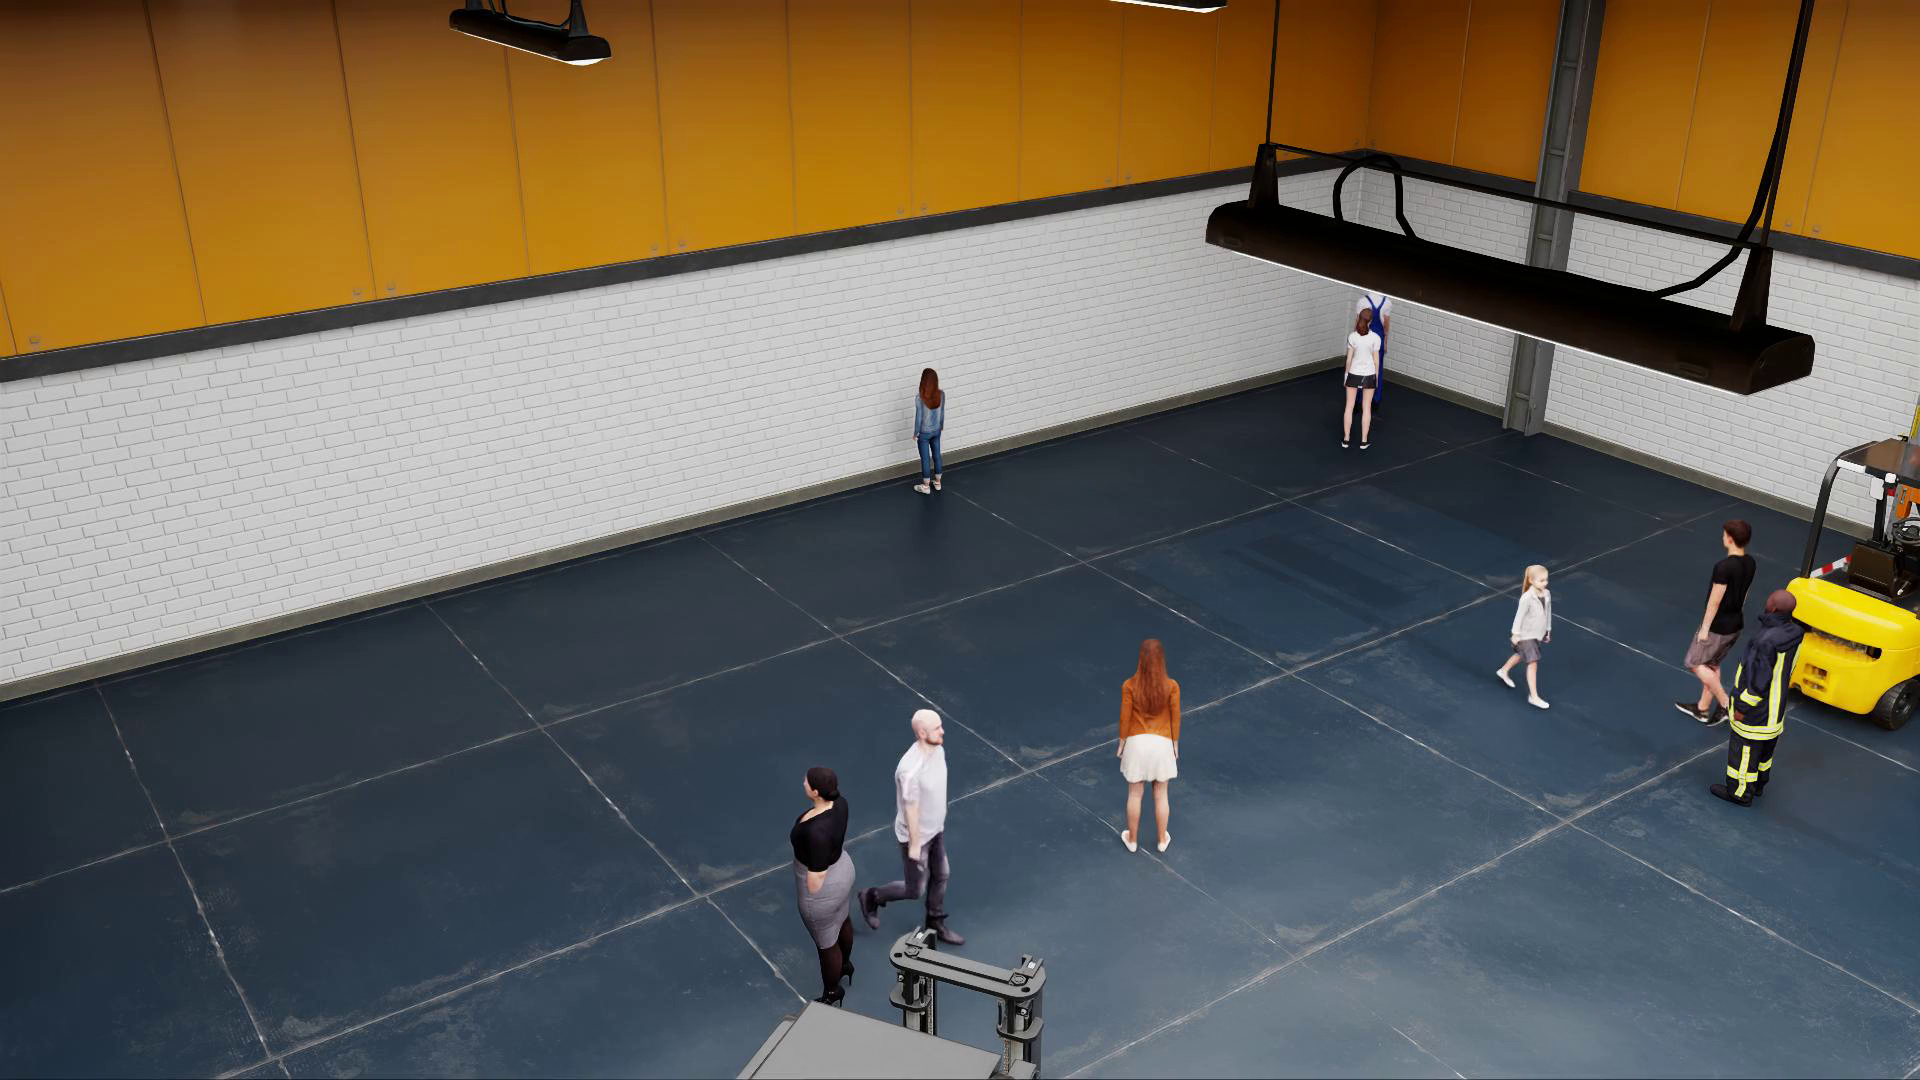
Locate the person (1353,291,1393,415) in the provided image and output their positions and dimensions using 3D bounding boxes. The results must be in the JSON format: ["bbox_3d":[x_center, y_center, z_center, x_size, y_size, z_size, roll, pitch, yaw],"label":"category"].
[{"bbox_3d":[5.326,-2.573,21.594,0.722,1.849,0.732,-2,24,-5],"label":"person"}]

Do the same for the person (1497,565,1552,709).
[{"bbox_3d":[4.976,0.796,14.637,0.540,1.248,0.869,-13,27,-28],"label":"person"}]

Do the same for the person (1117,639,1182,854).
[{"bbox_3d":[1.404,1.537,12.358,0.714,1.717,0.755,1,24,2],"label":"person"}]

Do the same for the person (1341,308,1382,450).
[{"bbox_3d":[4.909,-1.981,20.360,0.659,1.752,0.732,7,25,16],"label":"person"}]

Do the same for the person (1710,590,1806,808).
[{"bbox_3d":[6.271,1.205,12.984,0.738,1.823,0.650,-17,29,-33],"label":"person"}]

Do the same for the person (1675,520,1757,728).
[{"bbox_3d":[6.491,0.744,14.011,0.690,1.844,0.820,-18,29,-35],"label":"person"}]

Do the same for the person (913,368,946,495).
[{"bbox_3d":[-0.347,-1.259,19.052,0.565,1.477,0.506,-17,29,-34],"label":"person"}]

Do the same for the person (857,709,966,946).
[{"bbox_3d":[-0.336,1.956,11.278,1.105,1.813,0.935,11,26,24],"label":"person"}]

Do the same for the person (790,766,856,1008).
[{"bbox_3d":[-0.850,2.225,10.728,0.822,1.760,0.775,6,24,13],"label":"person"}]
